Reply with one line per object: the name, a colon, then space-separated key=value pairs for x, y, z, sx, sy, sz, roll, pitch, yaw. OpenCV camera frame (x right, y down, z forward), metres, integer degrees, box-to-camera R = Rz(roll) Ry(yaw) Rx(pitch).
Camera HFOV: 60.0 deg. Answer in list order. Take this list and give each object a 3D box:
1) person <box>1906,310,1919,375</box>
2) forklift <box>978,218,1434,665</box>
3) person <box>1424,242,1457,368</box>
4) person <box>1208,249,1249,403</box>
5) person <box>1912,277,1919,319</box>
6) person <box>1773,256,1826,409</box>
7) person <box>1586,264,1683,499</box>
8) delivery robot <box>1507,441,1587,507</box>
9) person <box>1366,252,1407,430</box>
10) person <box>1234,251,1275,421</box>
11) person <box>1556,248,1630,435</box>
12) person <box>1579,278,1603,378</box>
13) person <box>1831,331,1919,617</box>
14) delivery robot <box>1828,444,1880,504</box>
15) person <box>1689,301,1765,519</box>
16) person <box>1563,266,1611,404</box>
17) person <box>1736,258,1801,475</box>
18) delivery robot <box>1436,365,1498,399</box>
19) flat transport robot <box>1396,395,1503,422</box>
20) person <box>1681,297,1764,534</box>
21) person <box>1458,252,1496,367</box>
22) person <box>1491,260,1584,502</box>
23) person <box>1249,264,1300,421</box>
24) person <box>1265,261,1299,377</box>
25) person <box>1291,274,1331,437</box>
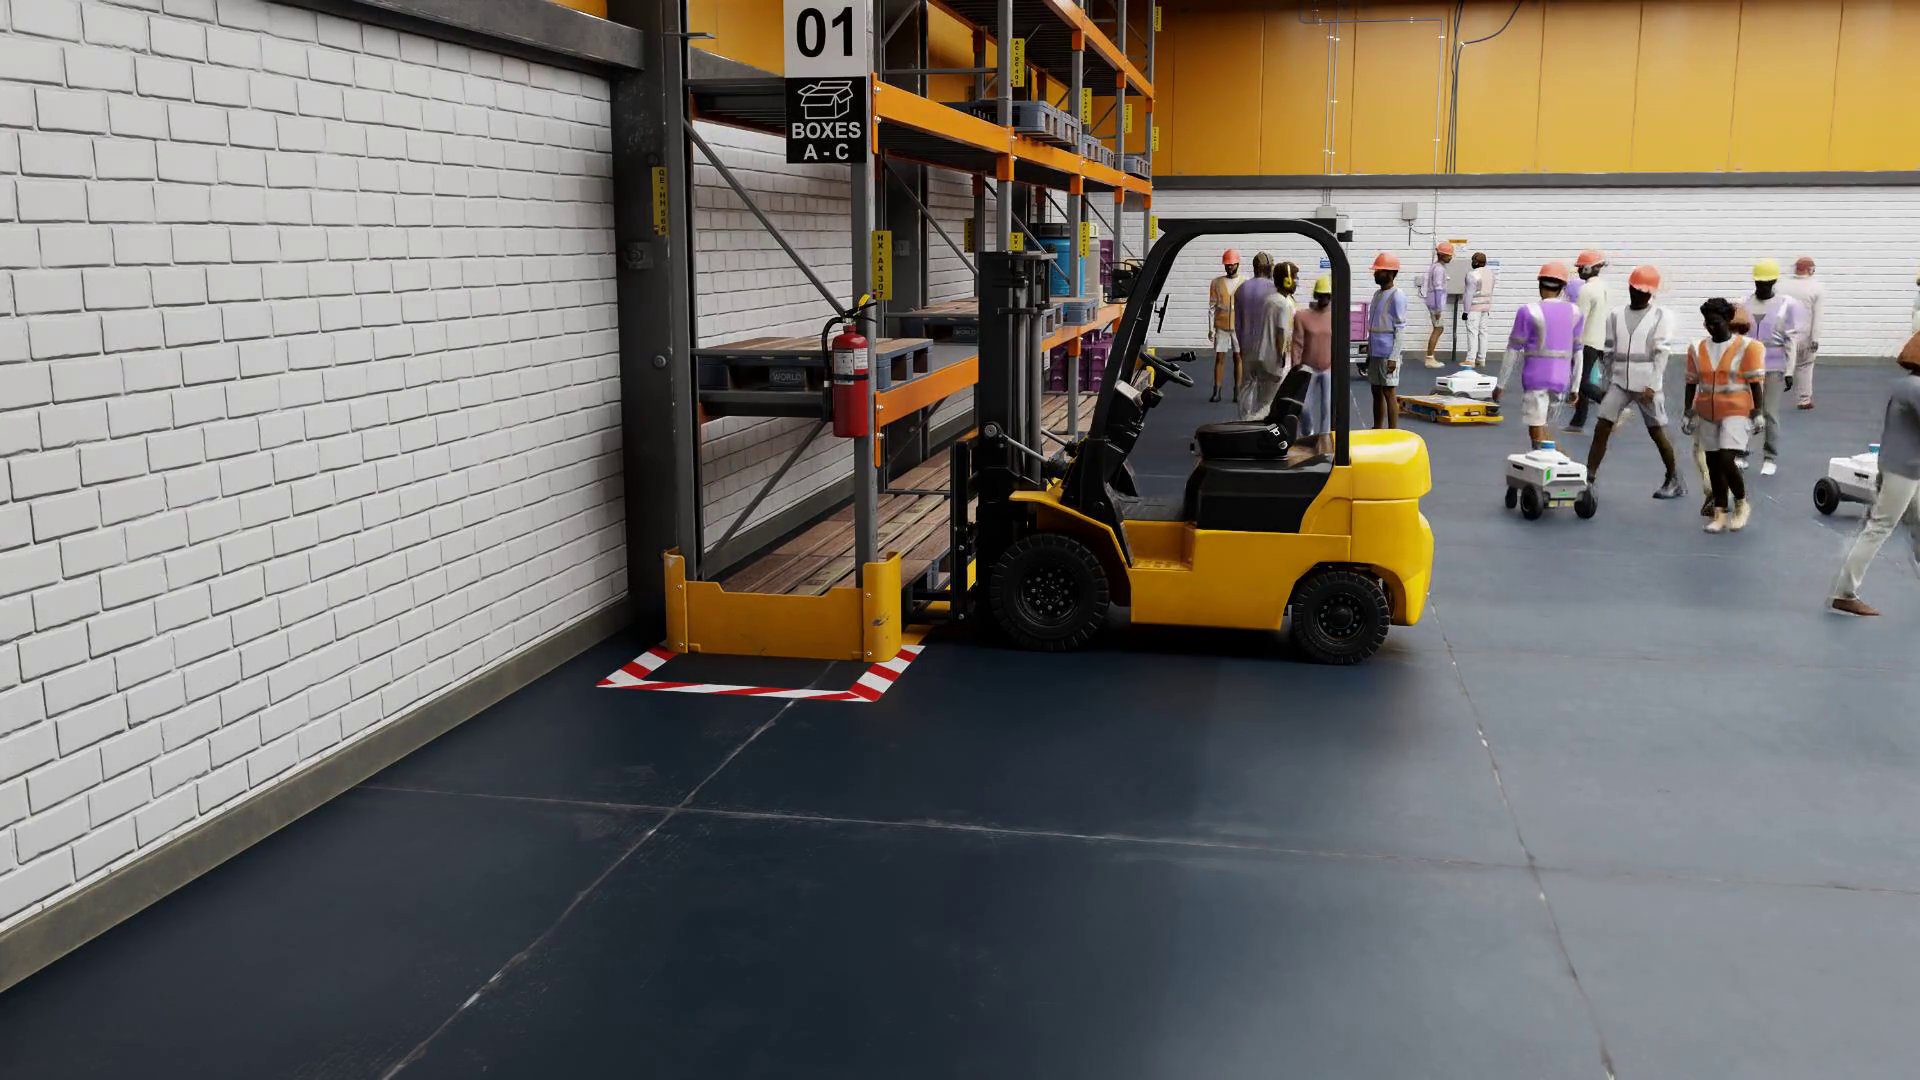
person: x=8.098 y=-1.328 z=13.797 sx=0.601 sy=1.830 sz=0.404 roll=-1 pitch=10 yaw=-7
forklift: x=1.285 y=-0.567 z=8.635 sx=2.313 sy=2.155 sz=1.214 roll=2 pitch=11 yaw=11
person: x=7.685 y=-3.757 z=26.625 sx=0.436 sy=2.015 sz=0.637 roll=3 pitch=11 yaw=13
person: x=3.414 y=-2.697 z=21.016 sx=0.551 sy=1.934 sz=0.373 roll=2 pitch=11 yaw=12
person: x=12.629 y=-2.734 z=21.878 sx=0.325 sy=1.700 sz=0.634 roll=1 pitch=10 yaw=5
person: x=10.049 y=-2.482 z=20.043 sx=0.933 sy=1.874 sz=0.651 roll=-9 pitch=14 yaw=-41
person: x=5.393 y=-1.250 z=13.270 sx=0.856 sy=1.887 sz=0.612 roll=-9 pitch=14 yaw=-40
delivery robot: x=4.418 y=-0.506 z=12.536 sx=0.477 sy=0.478 sz=0.707 roll=-1 pitch=10 yaw=-6
person: x=4.144 y=-1.843 z=16.319 sx=0.353 sy=1.942 sz=0.545 roll=-3 pitch=11 yaw=-15
person: x=3.088 y=-1.988 z=17.125 sx=0.373 sy=1.940 sz=0.629 roll=-8 pitch=13 yaw=-36
person: x=6.664 y=-2.051 z=17.384 sx=0.721 sy=1.971 sz=0.618 roll=8 pitch=13 yaw=38
person: x=9.337 y=-3.175 z=24.531 sx=0.634 sy=1.611 sz=0.327 roll=-2 pitch=11 yaw=-10
person: x=5.251 y=-0.344 z=9.067 sx=0.857 sy=1.589 sz=0.514 roll=3 pitch=11 yaw=18
delivery robot: x=6.769 y=-0.467 z=12.322 sx=0.477 sy=0.478 sz=0.707 roll=0 pitch=10 yaw=-2
person: x=5.634 y=-0.945 z=12.267 sx=0.544 sy=1.616 sz=0.376 roll=1 pitch=10 yaw=6
person: x=7.849 y=-2.630 z=20.899 sx=0.566 sy=1.846 sz=0.389 roll=2 pitch=11 yaw=12
person: x=7.078 y=-1.530 z=14.703 sx=0.428 sy=1.912 sz=0.590 roll=-9 pitch=14 yaw=-41
delivery robot: x=6.065 y=-1.848 z=19.896 sx=0.707 sy=0.478 sz=0.477 roll=-4 pitch=11 yaw=-20
flat transport robot: x=5.570 y=-1.517 z=19.119 sx=0.652 sy=0.197 sz=1.431 roll=-2 pitch=11 yaw=-13
person: x=5.342 y=-0.866 z=11.693 sx=0.404 sy=1.665 sz=0.558 roll=-7 pitch=13 yaw=-35
person: x=8.300 y=-3.696 z=26.758 sx=0.627 sy=1.844 sz=0.429 roll=-7 pitch=13 yaw=-35
person: x=4.515 y=-1.226 z=13.020 sx=0.588 sy=1.902 sz=0.635 roll=-3 pitch=11 yaw=-18
person: x=2.920 y=-1.689 z=15.772 sx=0.558 sy=1.844 sz=0.524 roll=-2 pitch=11 yaw=-11
person: x=3.266 y=-1.882 z=16.815 sx=0.429 sy=1.844 sz=0.624 roll=3 pitch=11 yaw=14
person: x=3.345 y=-1.591 z=15.446 sx=0.534 sy=1.745 sz=0.655 roll=2 pitch=11 yaw=12
